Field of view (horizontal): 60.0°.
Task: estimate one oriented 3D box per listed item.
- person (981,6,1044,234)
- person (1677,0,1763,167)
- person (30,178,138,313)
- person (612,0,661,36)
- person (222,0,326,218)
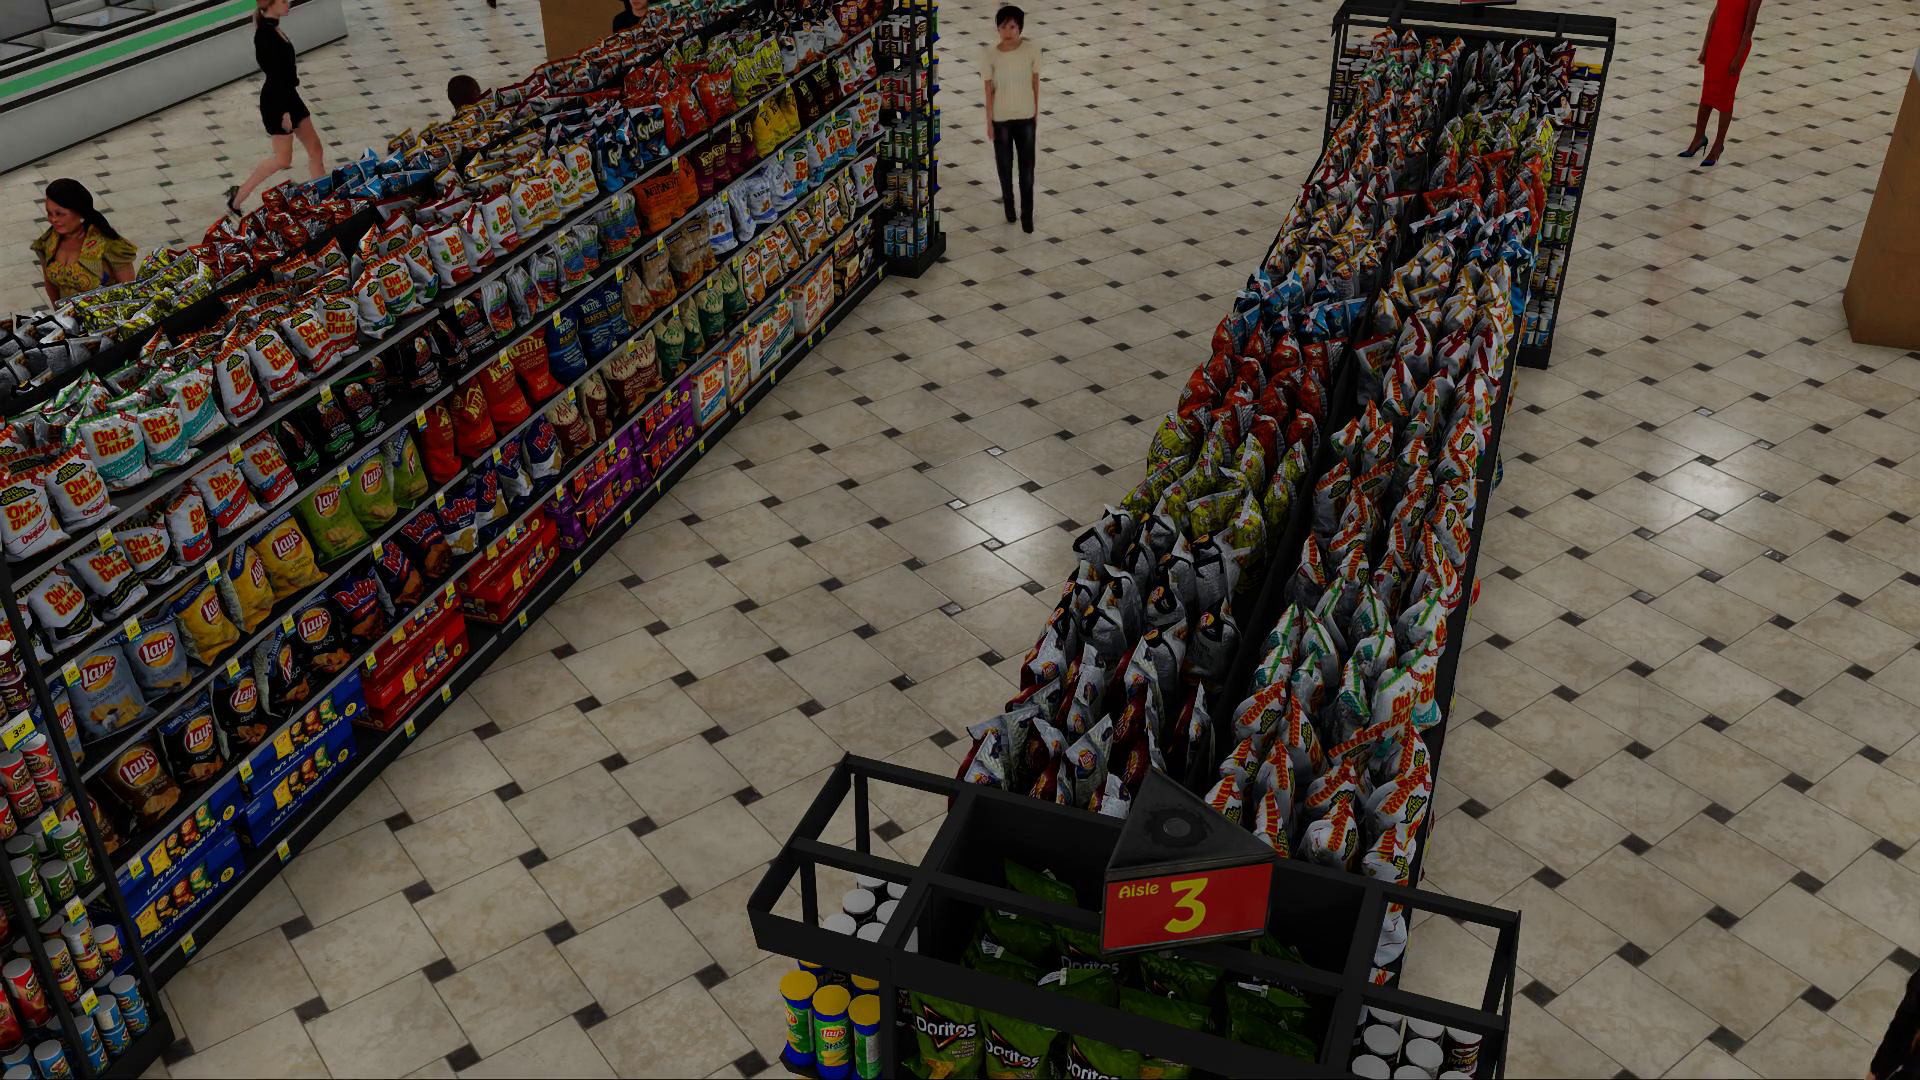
[{"bbox_3d":[0.363,-3.038,11.926,0.773,1.569,0.897,-3,32,-5],"label":"person"},{"bbox_3d":[6.010,-3.815,13.016,0.706,1.739,0.627,-10,33,-16],"label":"person"},{"bbox_3d":[-4.487,-1.108,8.739,0.939,1.659,0.891,2,32,3],"label":"person"},{"bbox_3d":[-2.226,-3.189,11.926,0.649,1.826,0.569,6,32,9],"label":"person"},{"bbox_3d":[-4.840,-3.006,11.713,1.035,1.740,1.066,-8,33,-13],"label":"person"}]
